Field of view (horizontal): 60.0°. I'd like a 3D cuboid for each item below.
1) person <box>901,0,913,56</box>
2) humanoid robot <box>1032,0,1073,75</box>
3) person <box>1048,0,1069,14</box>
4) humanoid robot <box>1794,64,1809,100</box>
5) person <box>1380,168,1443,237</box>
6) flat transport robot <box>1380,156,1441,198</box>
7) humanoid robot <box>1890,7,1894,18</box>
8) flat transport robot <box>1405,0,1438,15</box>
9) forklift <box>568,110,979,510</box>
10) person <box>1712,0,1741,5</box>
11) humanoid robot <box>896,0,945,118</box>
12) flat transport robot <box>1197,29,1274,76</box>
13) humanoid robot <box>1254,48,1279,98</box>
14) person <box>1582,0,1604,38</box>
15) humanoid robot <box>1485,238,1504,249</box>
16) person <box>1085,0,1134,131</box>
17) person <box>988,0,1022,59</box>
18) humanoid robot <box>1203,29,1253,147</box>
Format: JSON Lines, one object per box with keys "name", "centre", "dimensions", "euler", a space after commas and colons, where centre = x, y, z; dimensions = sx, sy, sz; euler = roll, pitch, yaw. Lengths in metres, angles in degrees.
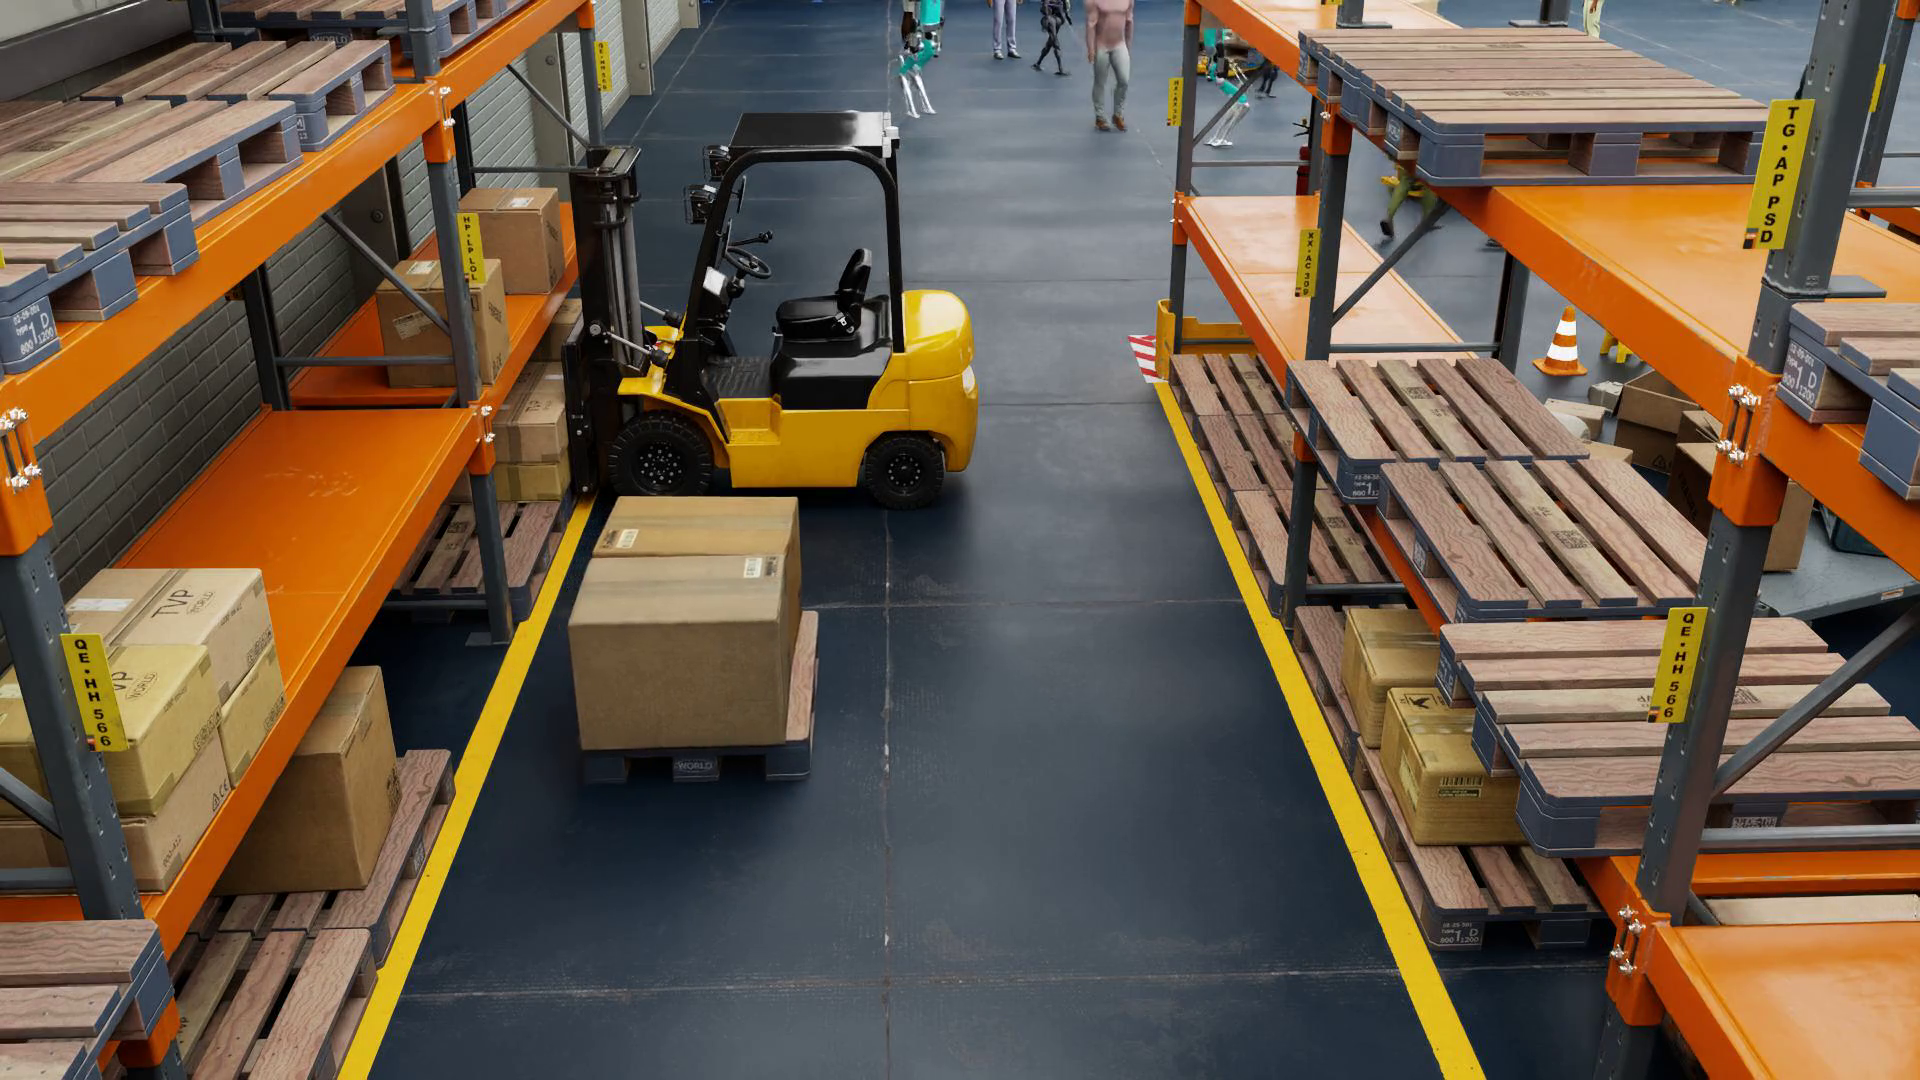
{"name": "person", "centre": [-0.744, -8.216, 24.796], "dimensions": [0.370, 1.898, 0.546], "euler": [2, 25, 4]}
{"name": "humanoid robot", "centre": [1.323, -7.399, 23.391], "dimensions": [0.795, 1.629, 0.584], "euler": [19, 31, 35]}
{"name": "person", "centre": [1.705, -9.982, 28.703], "dimensions": [0.571, 1.749, 0.332], "euler": [-3, 25, -7]}
{"name": "humanoid robot", "centre": [8.410, -4.087, 16.315], "dimensions": [0.499, 1.638, 0.609], "euler": [-8, 26, -16]}
{"name": "person", "centre": [4.259, -3.623, 15.324], "dimensions": [0.822, 1.674, 0.457], "euler": [-20, 32, -36]}
{"name": "flat transport robot", "centre": [5.163, -3.751, 17.247], "dimensions": [1.431, 0.231, 0.659], "euler": [-5, 26, -11]}
{"name": "humanoid robot", "centre": [14.803, -8.858, 26.482], "dimensions": [0.791, 1.629, 0.600], "euler": [13, 28, 25]}
{"name": "flat transport robot", "centre": [6.469, -7.609, 25.418], "dimensions": [1.431, 0.231, 0.659], "euler": [-16, 30, -30]}
{"name": "forklift", "centre": [-1.043, -1.379, 9.976], "dimensions": [2.313, 2.155, 1.214], "euler": [-1, 25, -2]}
{"name": "person", "centre": [13.940, -10.620, 29.929], "dimensions": [0.487, 1.868, 0.979], "euler": [1, 25, 2]}
{"name": "humanoid robot", "centre": [-0.531, -6.130, 20.521], "dimensions": [0.688, 1.758, 0.530], "euler": [23, 34, 39]}
{"name": "flat transport robot", "centre": [4.001, -6.855, 23.821], "dimensions": [0.659, 0.231, 1.431], "euler": [22, 33, 39]}
{"name": "humanoid robot", "centre": [4.101, -6.582, 21.608], "dimensions": [0.599, 1.641, 0.392], "euler": [-10, 27, -21]}
{"name": "person", "centre": [9.005, -7.655, 23.618], "dimensions": [0.401, 1.893, 0.524], "euler": [3, 25, 6]}
{"name": "humanoid robot", "centre": [5.006, -3.482, 15.030], "dimensions": [0.326, 1.654, 0.589], "euler": [13, 28, 25]}
{"name": "person", "centre": [1.774, -5.789, 19.632], "dimensions": [0.626, 1.918, 0.609], "euler": [-6, 26, -13]}
{"name": "person", "centre": [0.643, -8.026, 24.476], "dimensions": [0.565, 1.831, 0.414], "euler": [-14, 29, -27]}
{"name": "humanoid robot", "centre": [3.055, -5.355, 18.855], "dimensions": [0.690, 1.742, 0.535], "euler": [-3, 25, -7]}
